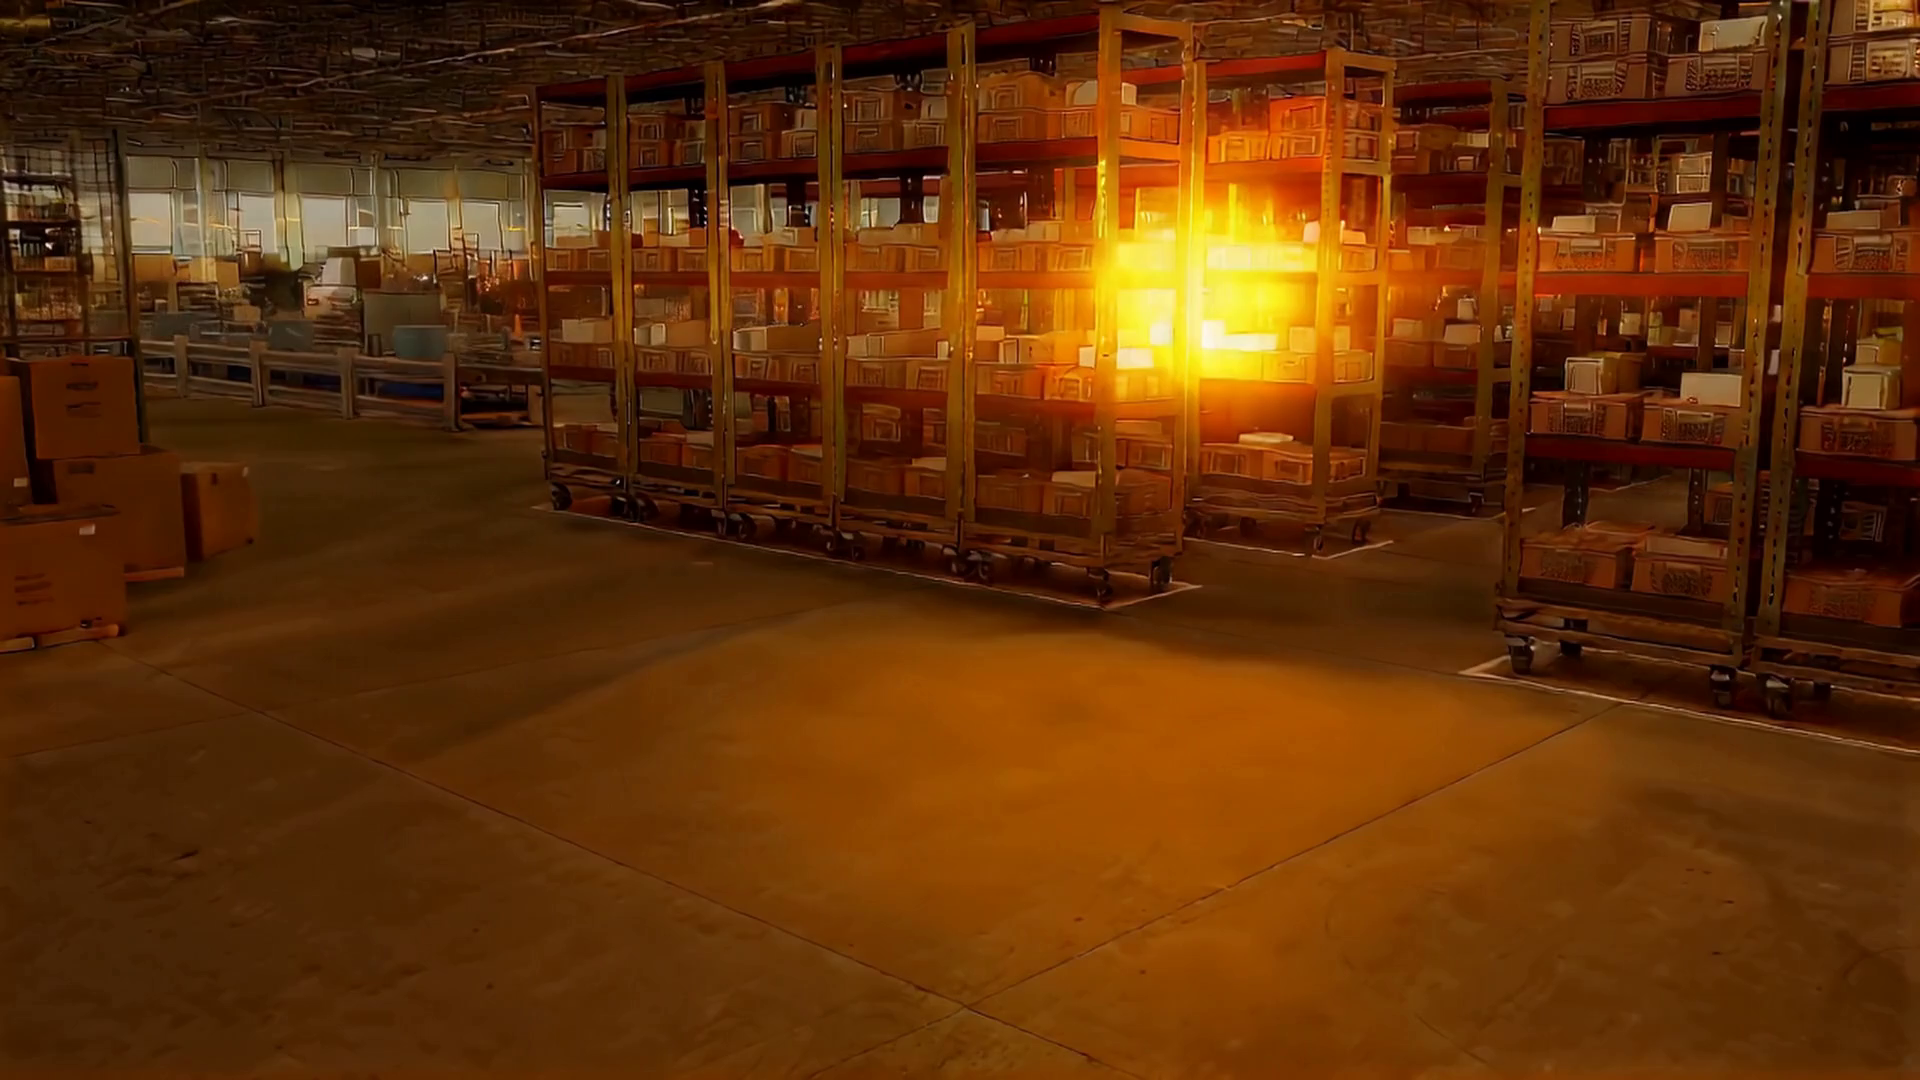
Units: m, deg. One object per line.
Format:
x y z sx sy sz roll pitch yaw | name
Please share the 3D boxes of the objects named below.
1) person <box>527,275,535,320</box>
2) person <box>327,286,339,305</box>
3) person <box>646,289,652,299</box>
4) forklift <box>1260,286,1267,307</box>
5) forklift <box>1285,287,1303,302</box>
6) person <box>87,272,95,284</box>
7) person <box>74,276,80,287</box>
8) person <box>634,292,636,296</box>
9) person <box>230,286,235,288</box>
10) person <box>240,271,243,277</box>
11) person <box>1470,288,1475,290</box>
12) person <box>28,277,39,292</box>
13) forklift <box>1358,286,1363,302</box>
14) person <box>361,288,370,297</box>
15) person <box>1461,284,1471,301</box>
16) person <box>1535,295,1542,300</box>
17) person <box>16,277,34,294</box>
-16.443 -9.276 64.001 0.384 1.845 0.510 -9 13 -43 | person
-20.758 -7.904 55.313 0.602 1.933 0.636 8 12 39 | person
-15.982 -12.720 85.012 0.978 1.883 0.603 0 9 2 | person
9.173 -7.960 52.750 1.129 2.768 1.873 1 9 5 | forklift
11.550 -8.341 55.087 1.129 2.768 1.873 8 12 42 | forklift
-41.557 -11.858 79.616 0.421 1.909 0.612 -4 10 -25 | person
-45.090 -12.814 85.271 0.426 1.979 0.624 3 10 20 | person
-10.591 -7.404 53.200 0.427 1.620 0.501 7 11 36 | person
-25.720 -8.406 58.946 0.666 1.743 0.532 -8 13 -42 | person
-37.164 -12.952 86.226 0.544 1.943 0.347 8 12 41 | person
18.280 -8.550 59.645 0.561 1.810 0.608 2 9 10 | person
-29.941 -7.628 53.826 0.519 1.865 0.335 4 10 22 | person
11.100 -7.017 46.970 1.873 2.768 1.129 9 13 43 | forklift
-19.727 -7.862 55.026 0.542 1.939 0.361 9 13 44 | person
13.437 -6.011 44.482 0.701 1.667 0.546 3 10 19 | person
15.390 -6.150 44.933 0.585 1.816 0.421 -2 9 -10 | person
-29.797 -7.543 53.078 0.549 1.937 0.358 -9 13 -44 | person
